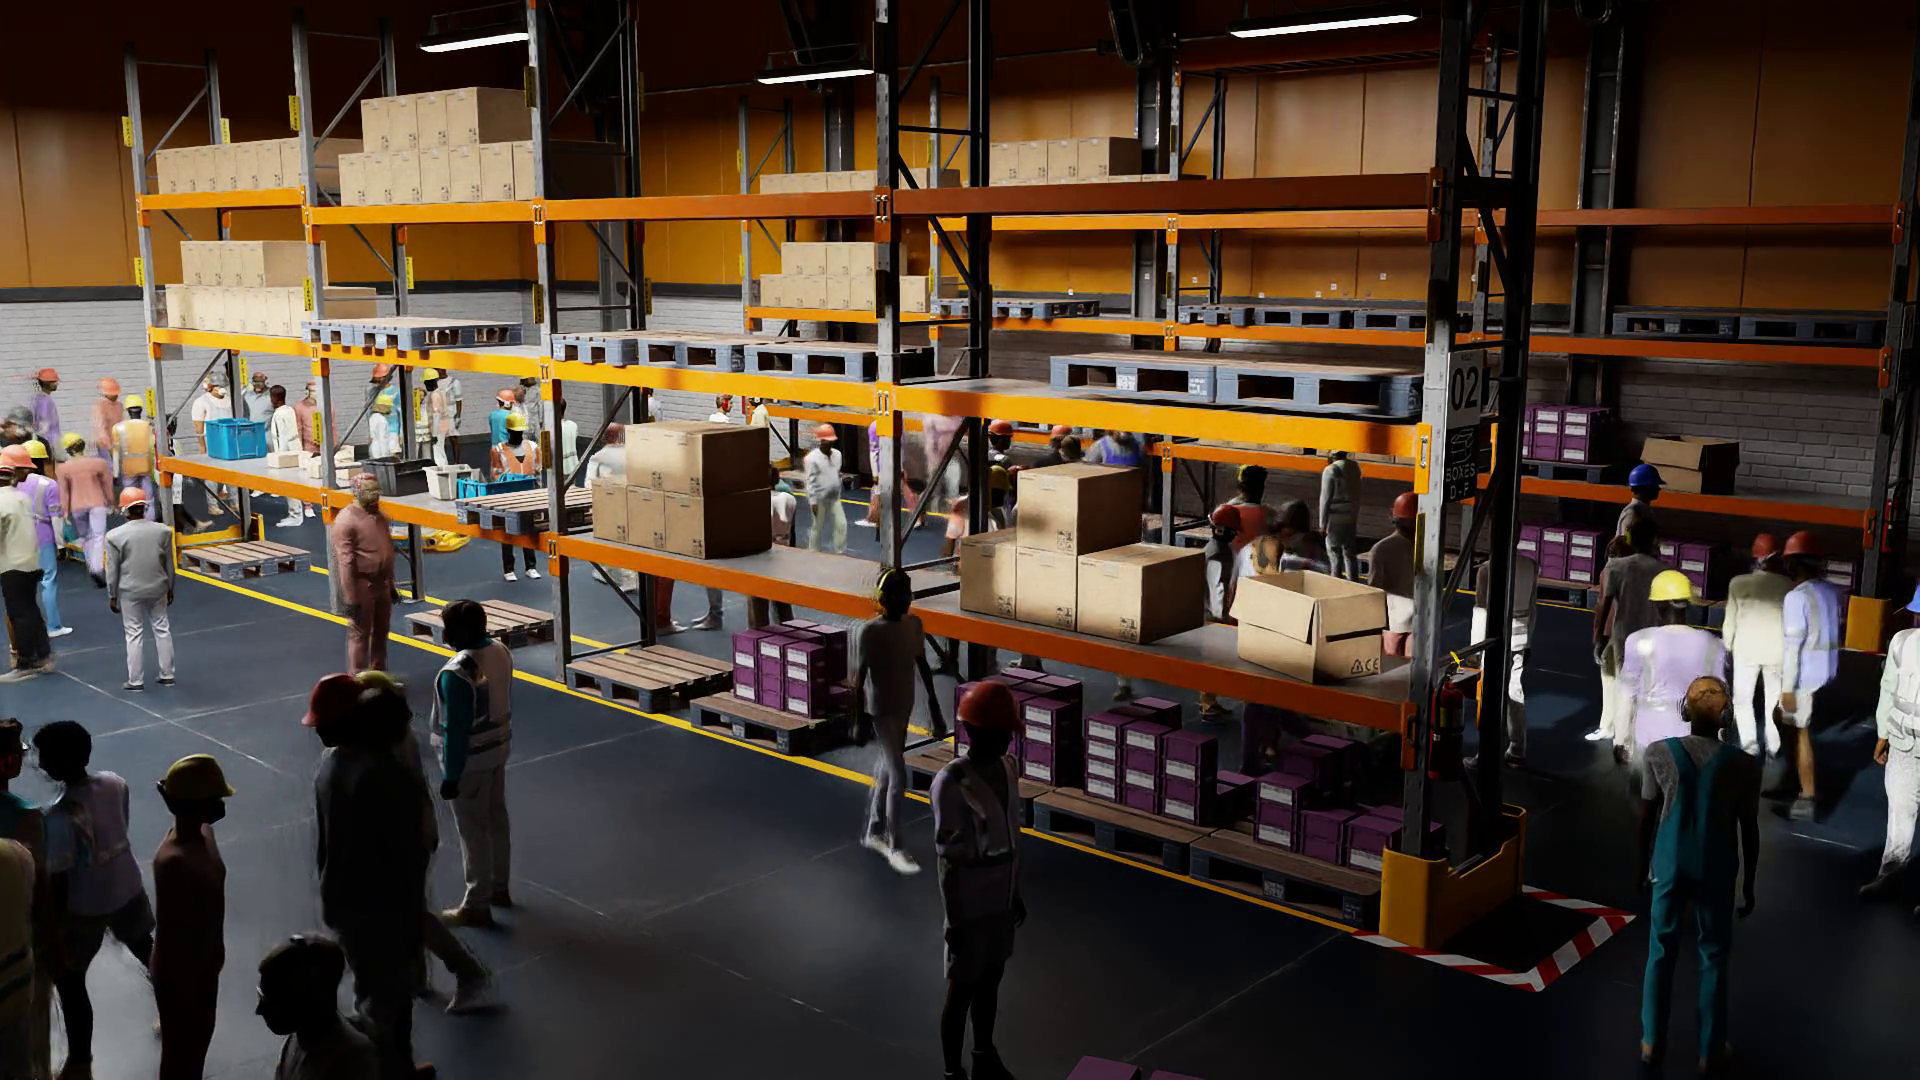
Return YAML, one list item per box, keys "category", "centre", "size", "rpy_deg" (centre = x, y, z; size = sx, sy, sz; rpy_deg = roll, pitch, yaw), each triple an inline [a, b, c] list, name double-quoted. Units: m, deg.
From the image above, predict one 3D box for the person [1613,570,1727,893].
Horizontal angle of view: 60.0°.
- category: "person"
  centre: [4.134, 1.132, 9.682]
  size: [0.616, 1.900, 0.544]
  rpy_deg: [1, 10, 4]

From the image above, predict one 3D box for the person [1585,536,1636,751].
- category: "person"
  centre: [4.971, 0.767, 12.539]
  size: [0.295, 1.625, 0.496]
  rpy_deg: [-4, 11, -20]

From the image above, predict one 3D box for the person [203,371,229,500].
- category: "person"
  centre: [-11.061, -1.566, 24.873]
  size: [0.372, 1.930, 0.628]
  rpy_deg: [-5, 11, -24]

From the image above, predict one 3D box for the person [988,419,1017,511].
- category: "person"
  centre: [0.402, -0.244, 17.105]
  size: [0.398, 2.039, 0.609]
  rpy_deg: [-4, 11, -23]

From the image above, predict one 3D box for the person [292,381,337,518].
- category: "person"
  centre: [-8.996, -1.278, 23.298]
  size: [0.401, 1.910, 0.642]
  rpy_deg: [9, 13, 41]

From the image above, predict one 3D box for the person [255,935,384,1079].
- category: "person"
  centre: [-1.918, 2.028, 4.826]
  size: [0.665, 1.824, 0.550]
  rpy_deg: [-9, 13, -41]

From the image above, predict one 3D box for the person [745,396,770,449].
- category: "person"
  centre: [-2.958, -1.389, 24.397]
  size: [0.354, 1.738, 0.575]
  rpy_deg: [-2, 10, -9]

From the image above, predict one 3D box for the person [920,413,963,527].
- category: "person"
  centre: [-0.258, -1.031, 21.894]
  size: [0.619, 1.918, 0.837]
  rpy_deg: [-6, 12, -32]

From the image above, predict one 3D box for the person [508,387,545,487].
- category: "person"
  centre: [-6.835, -1.575, 25.860]
  size: [0.832, 1.591, 0.523]
  rpy_deg: [2, 10, 13]

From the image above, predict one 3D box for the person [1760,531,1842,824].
- category: "person"
  centre: [5.585, 0.896, 11.036]
  size: [0.572, 1.895, 0.582]
  rpy_deg: [-7, 12, -35]

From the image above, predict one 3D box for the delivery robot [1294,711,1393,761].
- category: "delivery robot"
  centre: [2.786, 1.333, 12.090]
  size: [0.707, 0.478, 0.477]
  rpy_deg: [10, 14, 44]

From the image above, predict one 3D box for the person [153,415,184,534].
- category: "person"
  centre: [-9.869, -0.721, 20.734]
  size: [0.316, 1.699, 0.540]
  rpy_deg: [-6, 12, -30]

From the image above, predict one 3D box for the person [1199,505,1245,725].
- category: "person"
  centre: [2.073, 0.583, 13.235]
  size: [0.338, 1.742, 0.563]
  rpy_deg: [1, 10, 7]

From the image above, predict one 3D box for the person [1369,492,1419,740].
- category: "person"
  centre: [3.292, 0.619, 12.357]
  size: [0.627, 1.985, 0.409]
  rpy_deg: [-5, 11, -27]

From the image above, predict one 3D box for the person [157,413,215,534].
- category: "person"
  centre: [-9.957, -0.792, 21.246]
  size: [0.549, 1.647, 0.868]
  rpy_deg: [10, 14, 44]

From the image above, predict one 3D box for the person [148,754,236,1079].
- category: "person"
  centre: [-3.097, 1.724, 6.767]
  size: [0.381, 1.754, 0.538]
  rpy_deg: [-2, 10, -9]

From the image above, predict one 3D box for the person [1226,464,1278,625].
- category: "person"
  centre: [2.456, 0.337, 14.035]
  size: [0.605, 1.958, 0.365]
  rpy_deg: [6, 12, 32]

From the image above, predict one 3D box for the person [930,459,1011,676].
- category: "person"
  centre: [0.087, 0.252, 14.645]
  size: [0.822, 1.926, 0.363]
  rpy_deg: [-4, 11, -20]

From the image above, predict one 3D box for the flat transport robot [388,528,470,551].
- category: "flat transport robot"
  centre: [-6.935, -0.016, 20.782]
  size: [1.431, 0.197, 0.652]
  rpy_deg: [0, 10, 1]

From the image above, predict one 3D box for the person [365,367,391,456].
- category: "person"
  centre: [-9.866, -2.087, 28.335]
  size: [0.484, 1.744, 0.295]
  rpy_deg: [-8, 13, -38]

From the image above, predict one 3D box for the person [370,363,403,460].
- category: "person"
  centre: [-8.645, -1.659, 25.107]
  size: [0.614, 2.034, 0.405]
  rpy_deg: [4, 11, 21]

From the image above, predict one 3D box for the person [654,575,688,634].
- category: "person"
  centre: [-2.899, -0.026, 16.233]
  size: [0.410, 1.908, 0.598]
  rpy_deg: [-7, 12, -34]

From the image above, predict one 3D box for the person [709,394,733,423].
- category: "person"
  centre: [-3.187, -1.045, 22.185]
  size: [0.394, 1.836, 0.560]
  rpy_deg: [-5, 11, -25]

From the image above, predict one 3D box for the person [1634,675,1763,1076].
- category: "person"
  centre: [3.366, 1.526, 7.620]
  size: [0.517, 1.842, 0.326]
  rpy_deg: [6, 12, 32]

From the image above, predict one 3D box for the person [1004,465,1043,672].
- category: "person"
  centre: [0.565, 0.270, 14.641]
  size: [0.350, 1.876, 0.578]
  rpy_deg: [3, 10, 16]

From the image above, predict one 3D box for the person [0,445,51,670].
- category: "person"
  centre: [-8.392, 0.159, 14.848]
  size: [0.407, 2.029, 0.609]
  rpy_deg: [-8, 13, -37]

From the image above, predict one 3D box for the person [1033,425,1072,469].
- category: "person"
  centre: [1.074, -0.261, 17.468]
  size: [0.629, 1.949, 1.022]
  rpy_deg: [1, 10, 5]

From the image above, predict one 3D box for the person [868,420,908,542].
- category: "person"
  centre: [-0.910, -0.911, 21.181]
  size: [0.392, 1.923, 0.553]
  rpy_deg: [9, 13, 40]

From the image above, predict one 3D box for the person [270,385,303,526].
- category: "person"
  centre: [-9.106, -1.142, 22.501]
  size: [0.391, 1.916, 0.590]
  rpy_deg: [-2, 10, -9]

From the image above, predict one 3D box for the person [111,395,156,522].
- category: "person"
  centre: [-10.437, -0.889, 21.131]
  size: [0.634, 1.900, 0.535]
  rpy_deg: [-8, 13, -37]

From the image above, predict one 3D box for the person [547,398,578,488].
- category: "person"
  centre: [-4.947, -0.826, 20.708]
  size: [0.383, 1.918, 0.597]
  rpy_deg: [2, 10, 13]

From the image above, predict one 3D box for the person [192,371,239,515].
- category: "person"
  centre: [-10.417, -1.380, 23.491]
  size: [0.535, 2.000, 0.681]
  rpy_deg: [7, 12, 35]

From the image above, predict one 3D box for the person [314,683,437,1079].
- category: "person"
  centre: [-2.590, 1.584, 7.117]
  size: [0.656, 1.915, 0.699]
  rpy_deg: [7, 12, 33]

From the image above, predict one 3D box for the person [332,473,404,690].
- category: "person"
  centre: [-4.933, 0.393, 13.900]
  size: [0.402, 1.897, 0.691]
  rpy_deg: [2, 10, 13]

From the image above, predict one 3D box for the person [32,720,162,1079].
- category: "person"
  centre: [-3.899, 1.630, 7.593]
  size: [0.464, 1.649, 0.720]
  rpy_deg: [1, 10, 7]

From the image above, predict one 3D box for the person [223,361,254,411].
- category: "person"
  centre: [-11.660, -1.926, 26.794]
  size: [0.614, 1.962, 0.366]
  rpy_deg: [0, 10, -2]

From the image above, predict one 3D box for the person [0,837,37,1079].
- category: "person"
  centre: [-3.725, 1.785, 6.265]
  size: [0.647, 1.814, 0.683]
  rpy_deg: [2, 10, 13]
